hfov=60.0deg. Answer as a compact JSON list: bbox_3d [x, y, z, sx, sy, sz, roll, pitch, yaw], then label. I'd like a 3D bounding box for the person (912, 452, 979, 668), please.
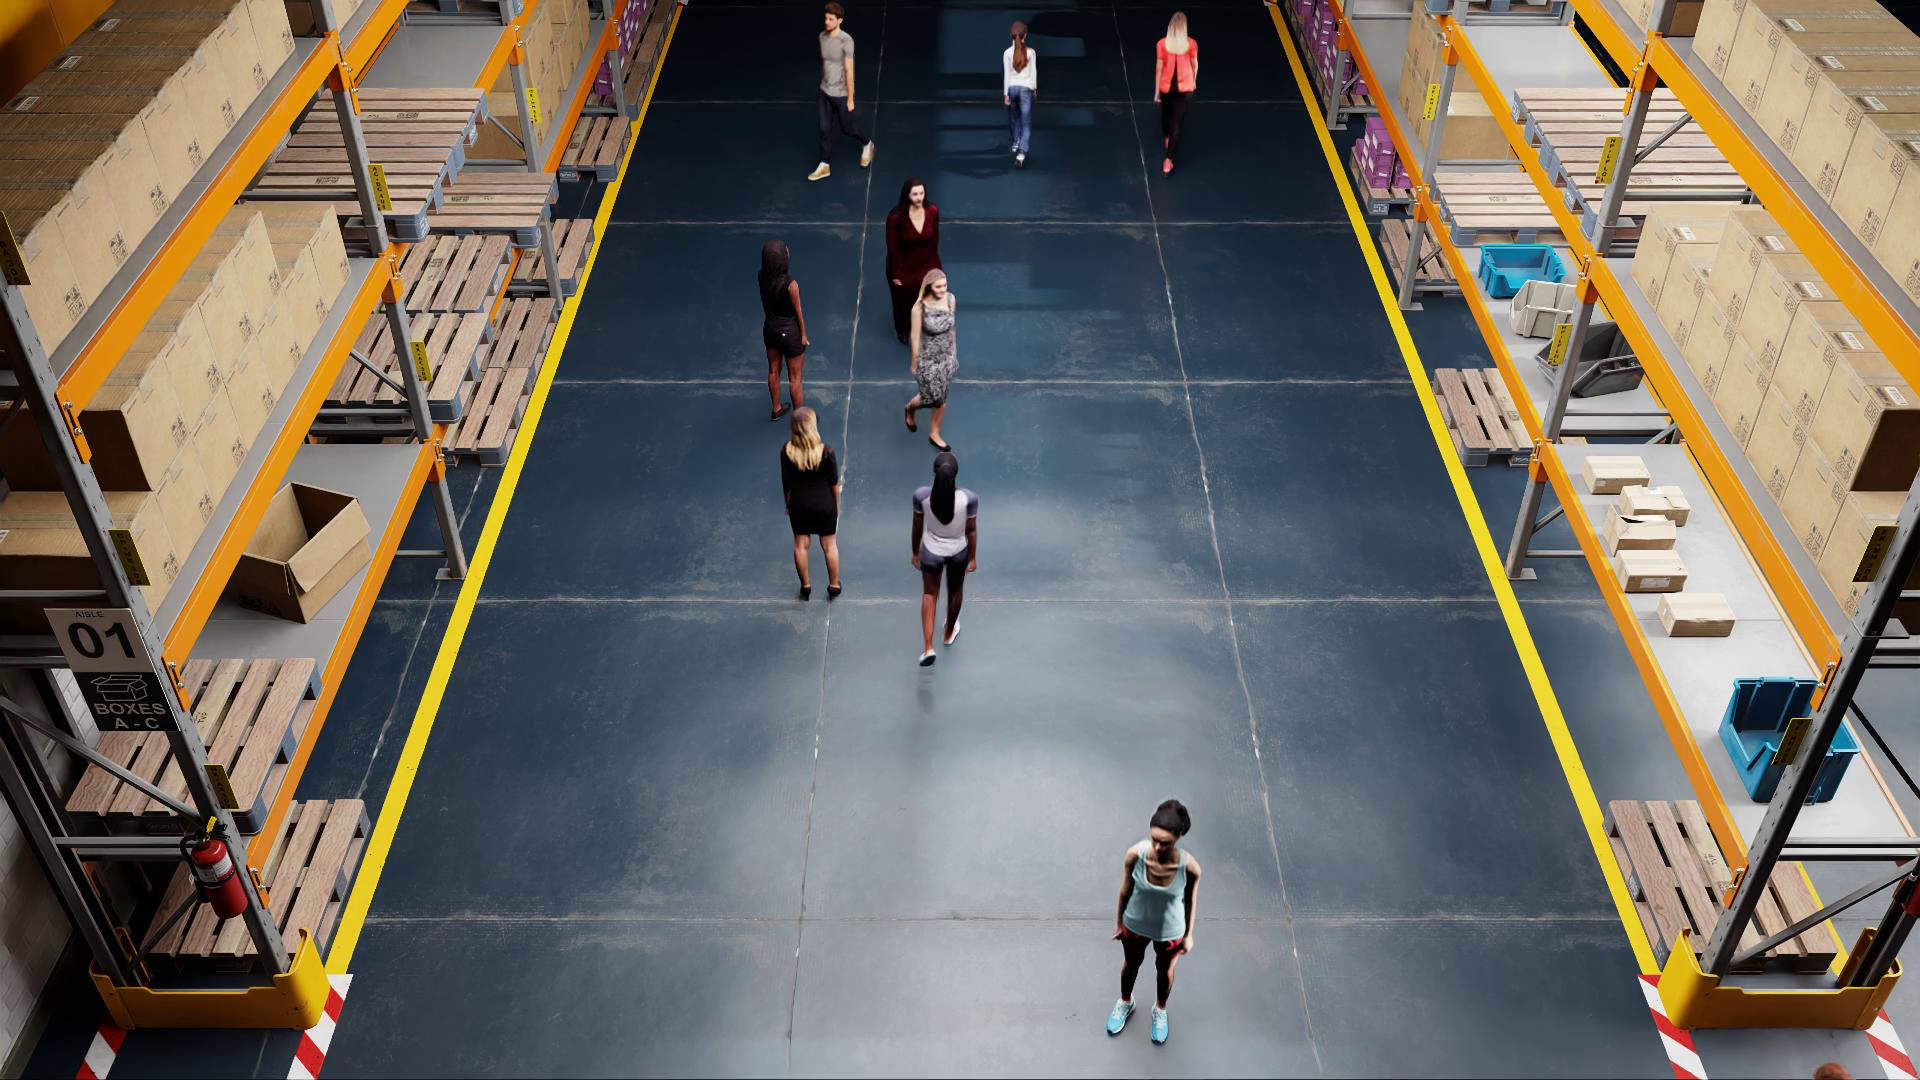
[{"bbox_3d":[-0.116,0.163,11.547,0.661,1.709,0.970,3,39,4],"label":"person"}]

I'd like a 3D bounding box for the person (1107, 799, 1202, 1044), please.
[{"bbox_3d":[1.064,2.100,9.076,0.653,1.764,0.637,10,40,13],"label":"person"}]

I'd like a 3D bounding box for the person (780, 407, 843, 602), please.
[{"bbox_3d":[-1.077,-0.242,12.080,0.557,1.676,0.473,2,39,2],"label":"person"}]

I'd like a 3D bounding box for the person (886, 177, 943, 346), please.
[{"bbox_3d":[-0.464,-2.477,14.835,0.882,1.730,1.084,-13,40,-15],"label":"person"}]

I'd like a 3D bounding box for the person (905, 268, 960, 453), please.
[{"bbox_3d":[-0.256,-1.521,13.670,0.770,1.690,0.854,-22,44,-25],"label":"person"}]

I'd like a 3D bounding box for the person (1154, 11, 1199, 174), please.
[{"bbox_3d":[2.289,-4.738,17.734,0.807,1.646,1.213,9,40,12],"label":"person"}]

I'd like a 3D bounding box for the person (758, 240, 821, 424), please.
[{"bbox_3d":[-1.471,-1.721,13.879,0.676,1.741,0.711,26,45,28],"label":"person"}]

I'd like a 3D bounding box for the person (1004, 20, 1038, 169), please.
[{"bbox_3d":[0.639,-4.765,17.863,0.598,1.528,1.085,5,39,6],"label":"person"}]

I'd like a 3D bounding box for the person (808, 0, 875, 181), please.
[{"bbox_3d":[-1.249,-4.760,17.578,1.087,1.874,1.192,27,46,30],"label":"person"}]
